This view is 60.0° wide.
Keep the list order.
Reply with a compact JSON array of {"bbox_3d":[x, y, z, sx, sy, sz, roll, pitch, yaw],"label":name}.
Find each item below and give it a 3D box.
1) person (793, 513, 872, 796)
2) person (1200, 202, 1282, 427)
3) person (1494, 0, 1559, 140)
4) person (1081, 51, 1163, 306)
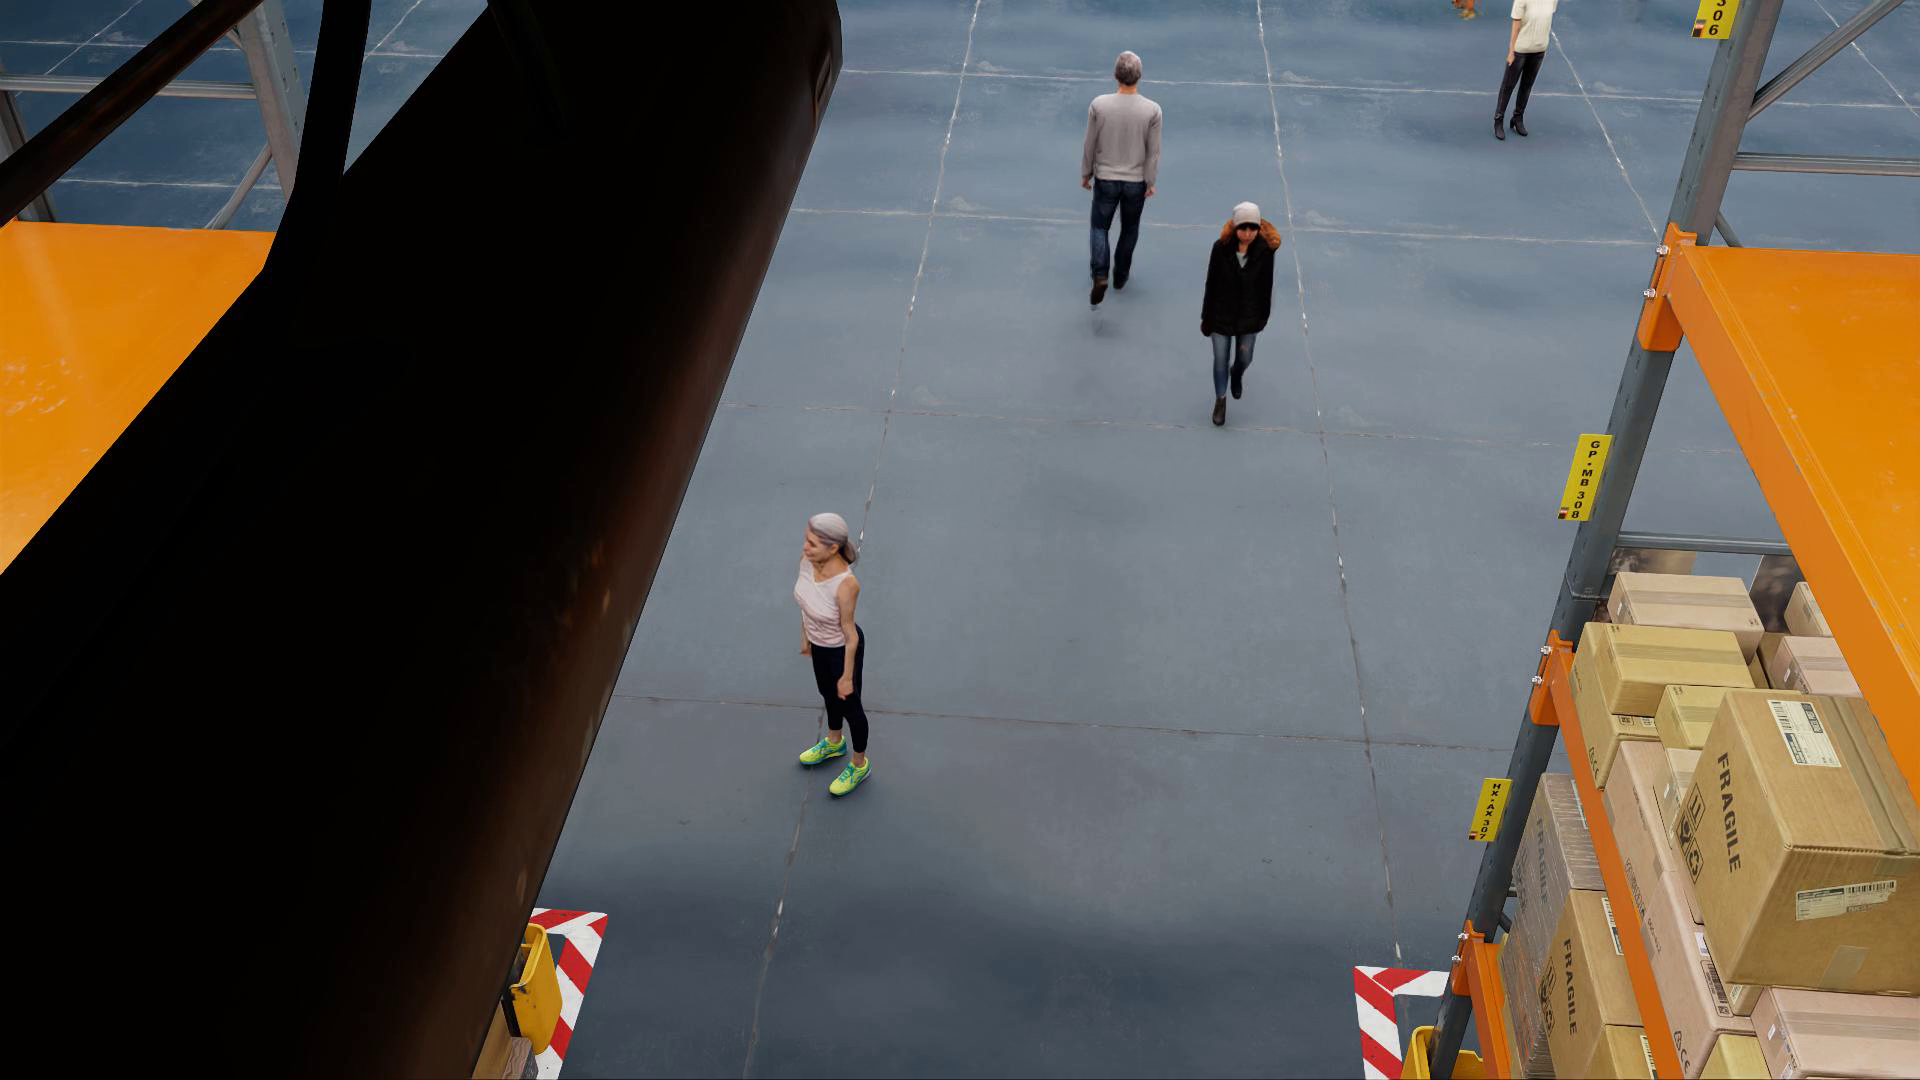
[{"bbox_3d":[-0.627,0.549,8.414,0.734,1.702,0.665,-25,45,-29],"label":"person"},{"bbox_3d":[1.850,-1.566,11.181,0.644,1.625,0.719,6,38,7],"label":"person"},{"bbox_3d":[5.044,-4.372,14.797,0.652,1.587,0.615,-11,39,-14],"label":"person"},{"bbox_3d":[1.177,-2.618,12.312,0.774,1.888,1.072,6,38,8],"label":"person"}]
